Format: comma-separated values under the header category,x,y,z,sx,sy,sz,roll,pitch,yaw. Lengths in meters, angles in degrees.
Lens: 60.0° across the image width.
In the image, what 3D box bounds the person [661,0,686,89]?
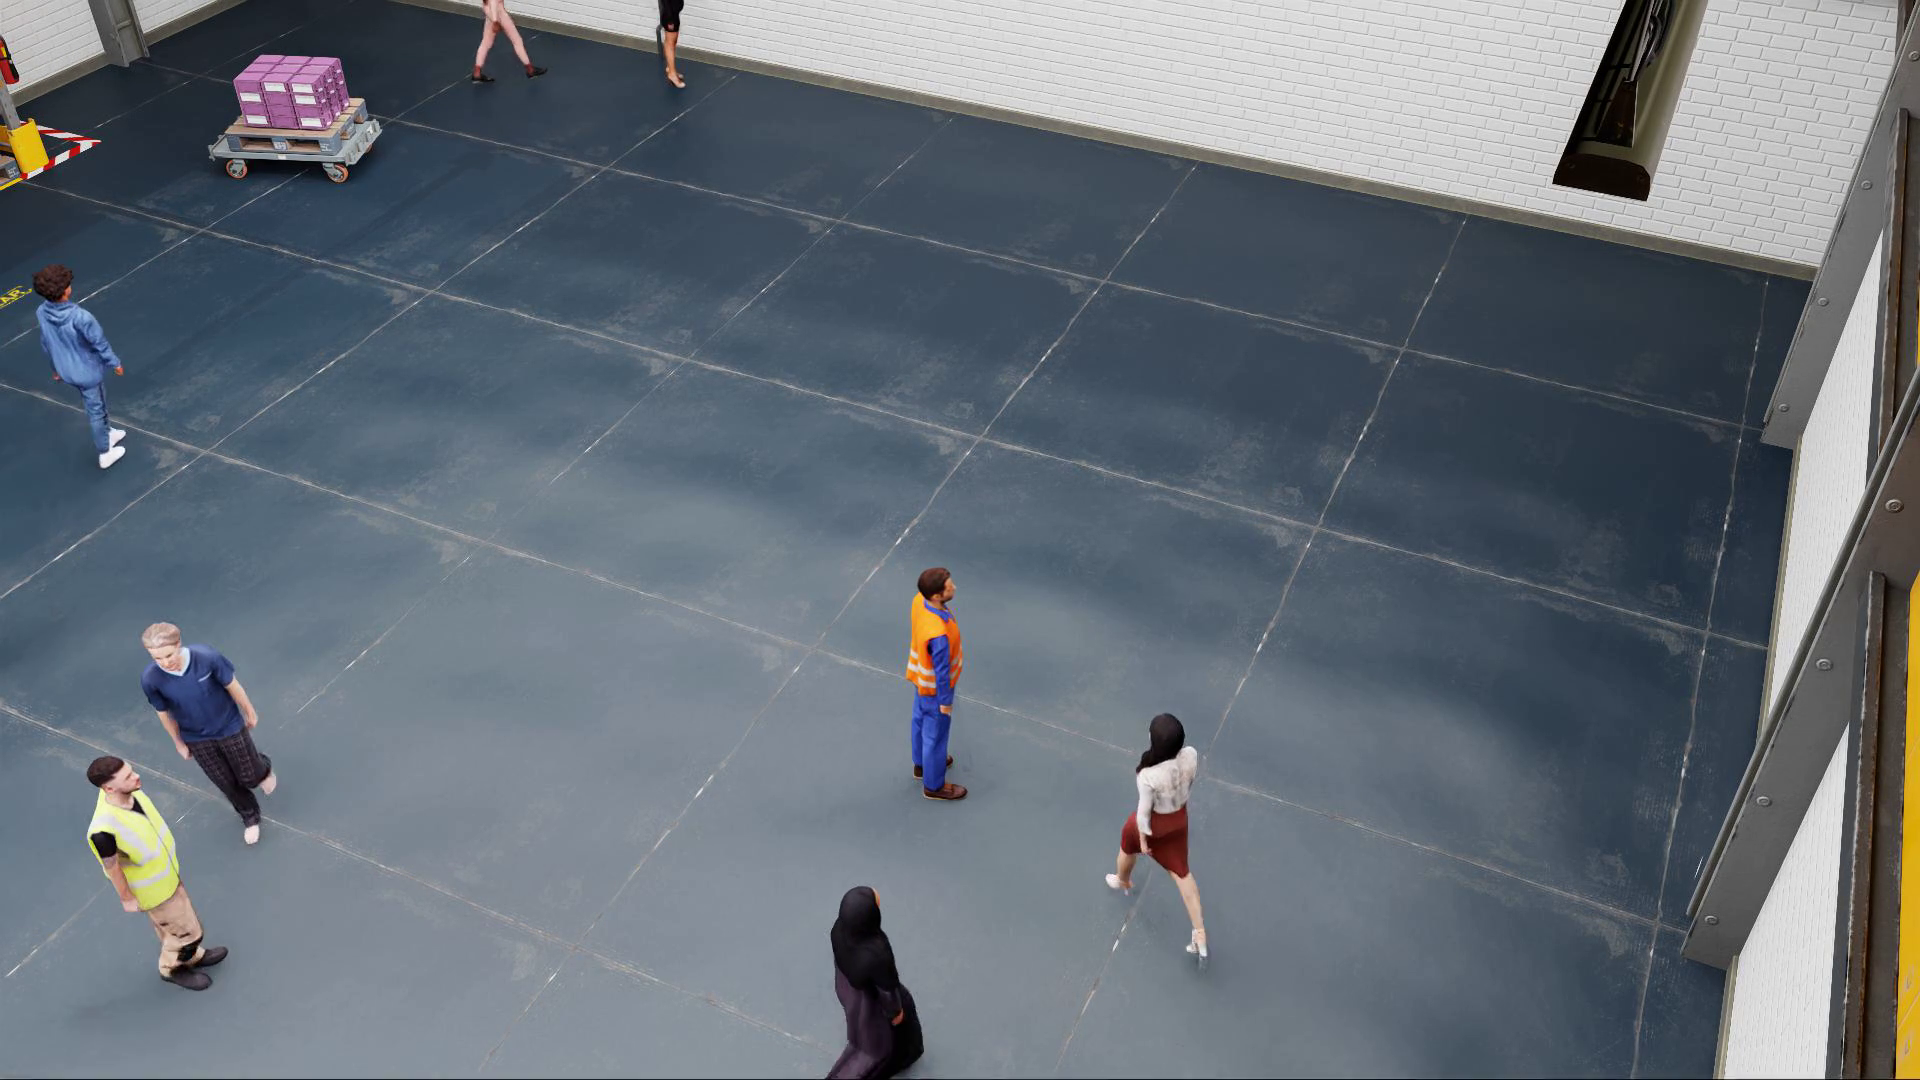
category,x,y,z,sx,sy,sz,roll,pitch,yaw
person,-3.457,-6.241,19.860,0.741,1.639,0.668,-7,39,-9

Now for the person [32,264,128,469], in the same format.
category,x,y,z,sx,sy,sz,roll,pitch,yaw
person,-7.263,-1.372,13.640,0.753,1.794,0.779,9,39,11

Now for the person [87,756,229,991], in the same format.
category,x,y,z,sx,sy,sz,roll,pitch,yaw
person,-4.699,1.911,9.494,0.930,1.837,0.854,-7,39,-9

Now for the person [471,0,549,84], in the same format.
category,x,y,z,sx,sy,sz,roll,pitch,yaw
person,-5.612,-6.210,19.794,1.220,1.673,1.111,-15,41,-18

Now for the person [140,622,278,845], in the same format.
category,x,y,z,sx,sy,sz,roll,pitch,yaw
person,-4.705,1.139,10.455,0.916,1.844,0.976,-19,42,-22

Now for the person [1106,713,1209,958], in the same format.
category,x,y,z,sx,sy,sz,roll,pitch,yaw
person,1.242,1.741,9.808,1.128,1.710,1.076,-20,43,-23

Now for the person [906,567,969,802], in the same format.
category,x,y,z,sx,sy,sz,roll,pitch,yaw
person,-0.166,0.907,10.730,0.843,1.864,0.765,-9,40,-11

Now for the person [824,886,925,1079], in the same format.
category,x,y,z,sx,sy,sz,roll,pitch,yaw
person,-0.546,2.487,8.967,1.103,1.595,0.931,-22,44,-26
